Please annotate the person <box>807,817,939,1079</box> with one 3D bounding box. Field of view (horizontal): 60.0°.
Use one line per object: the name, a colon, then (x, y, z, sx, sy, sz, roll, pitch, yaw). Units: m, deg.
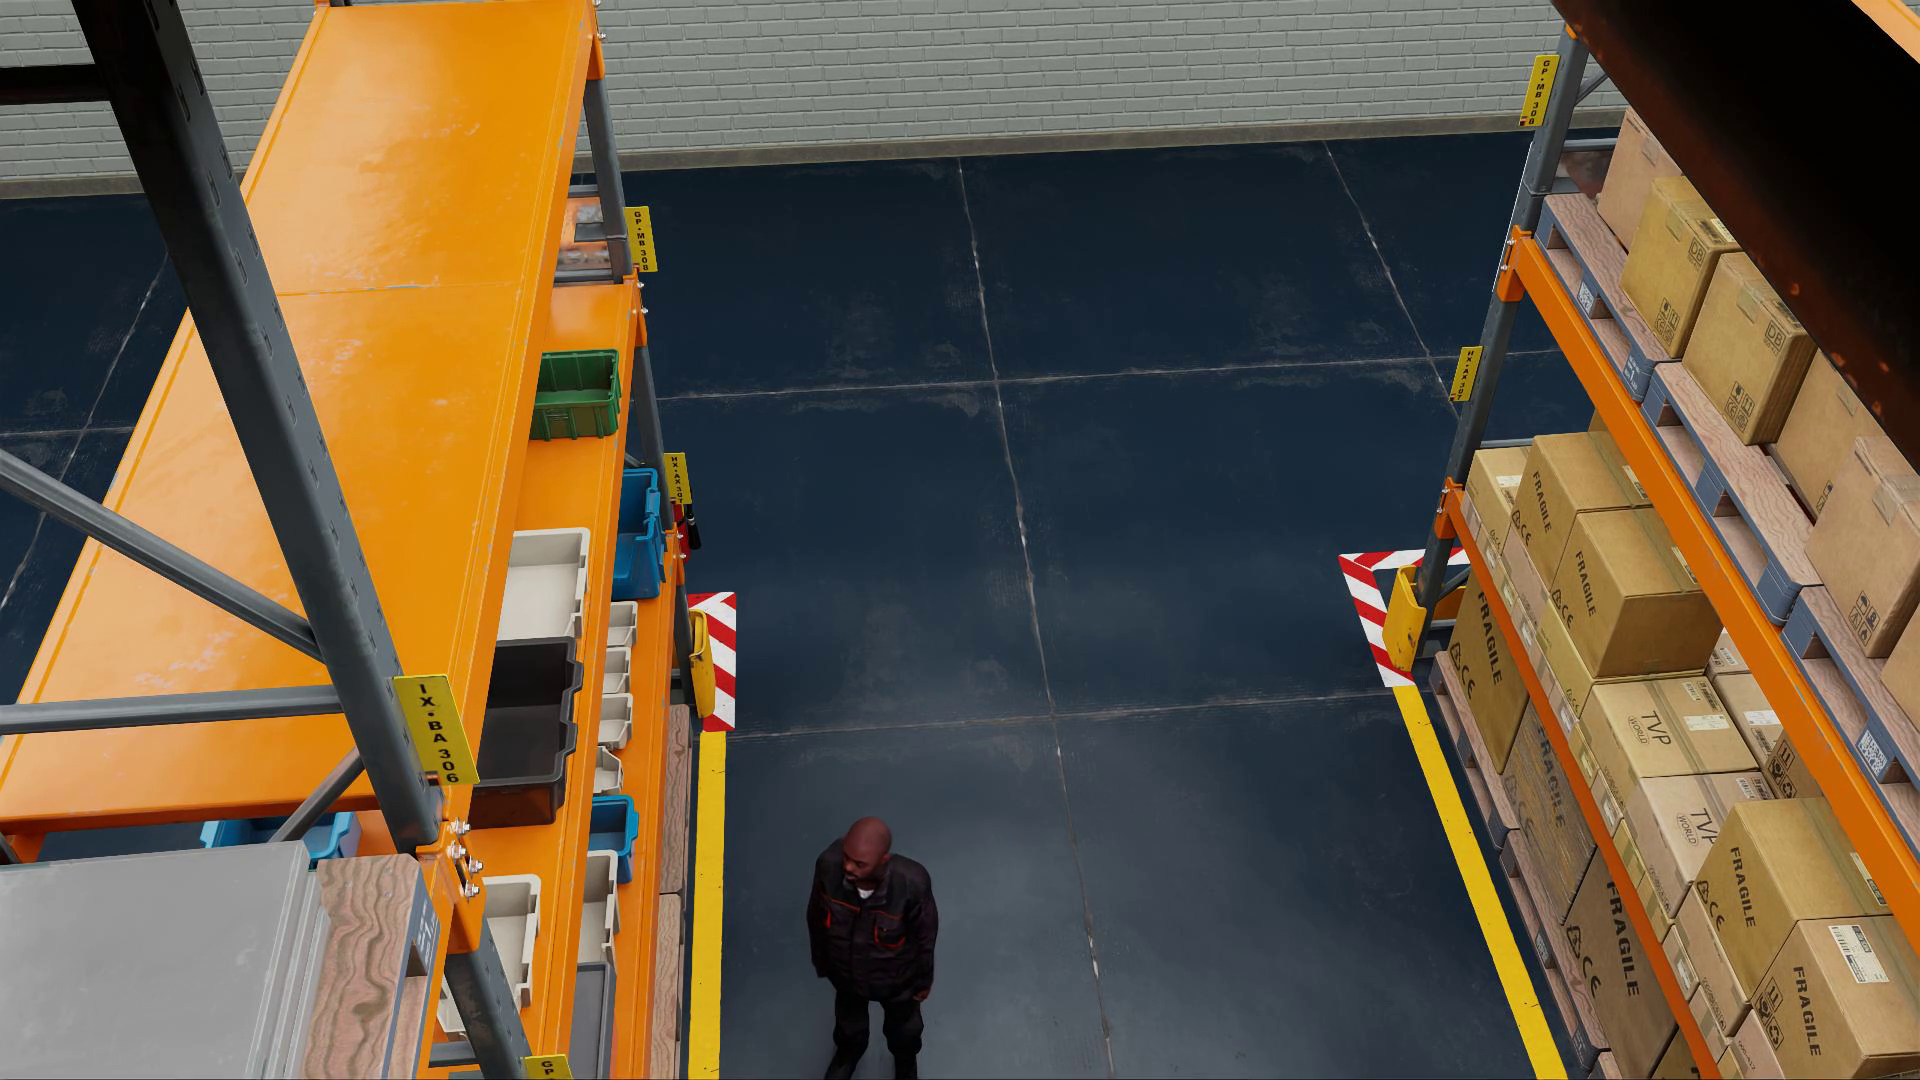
person: (-0.350, 1.720, 6.925, 0.769, 1.823, 0.710, 8, 44, 9)
